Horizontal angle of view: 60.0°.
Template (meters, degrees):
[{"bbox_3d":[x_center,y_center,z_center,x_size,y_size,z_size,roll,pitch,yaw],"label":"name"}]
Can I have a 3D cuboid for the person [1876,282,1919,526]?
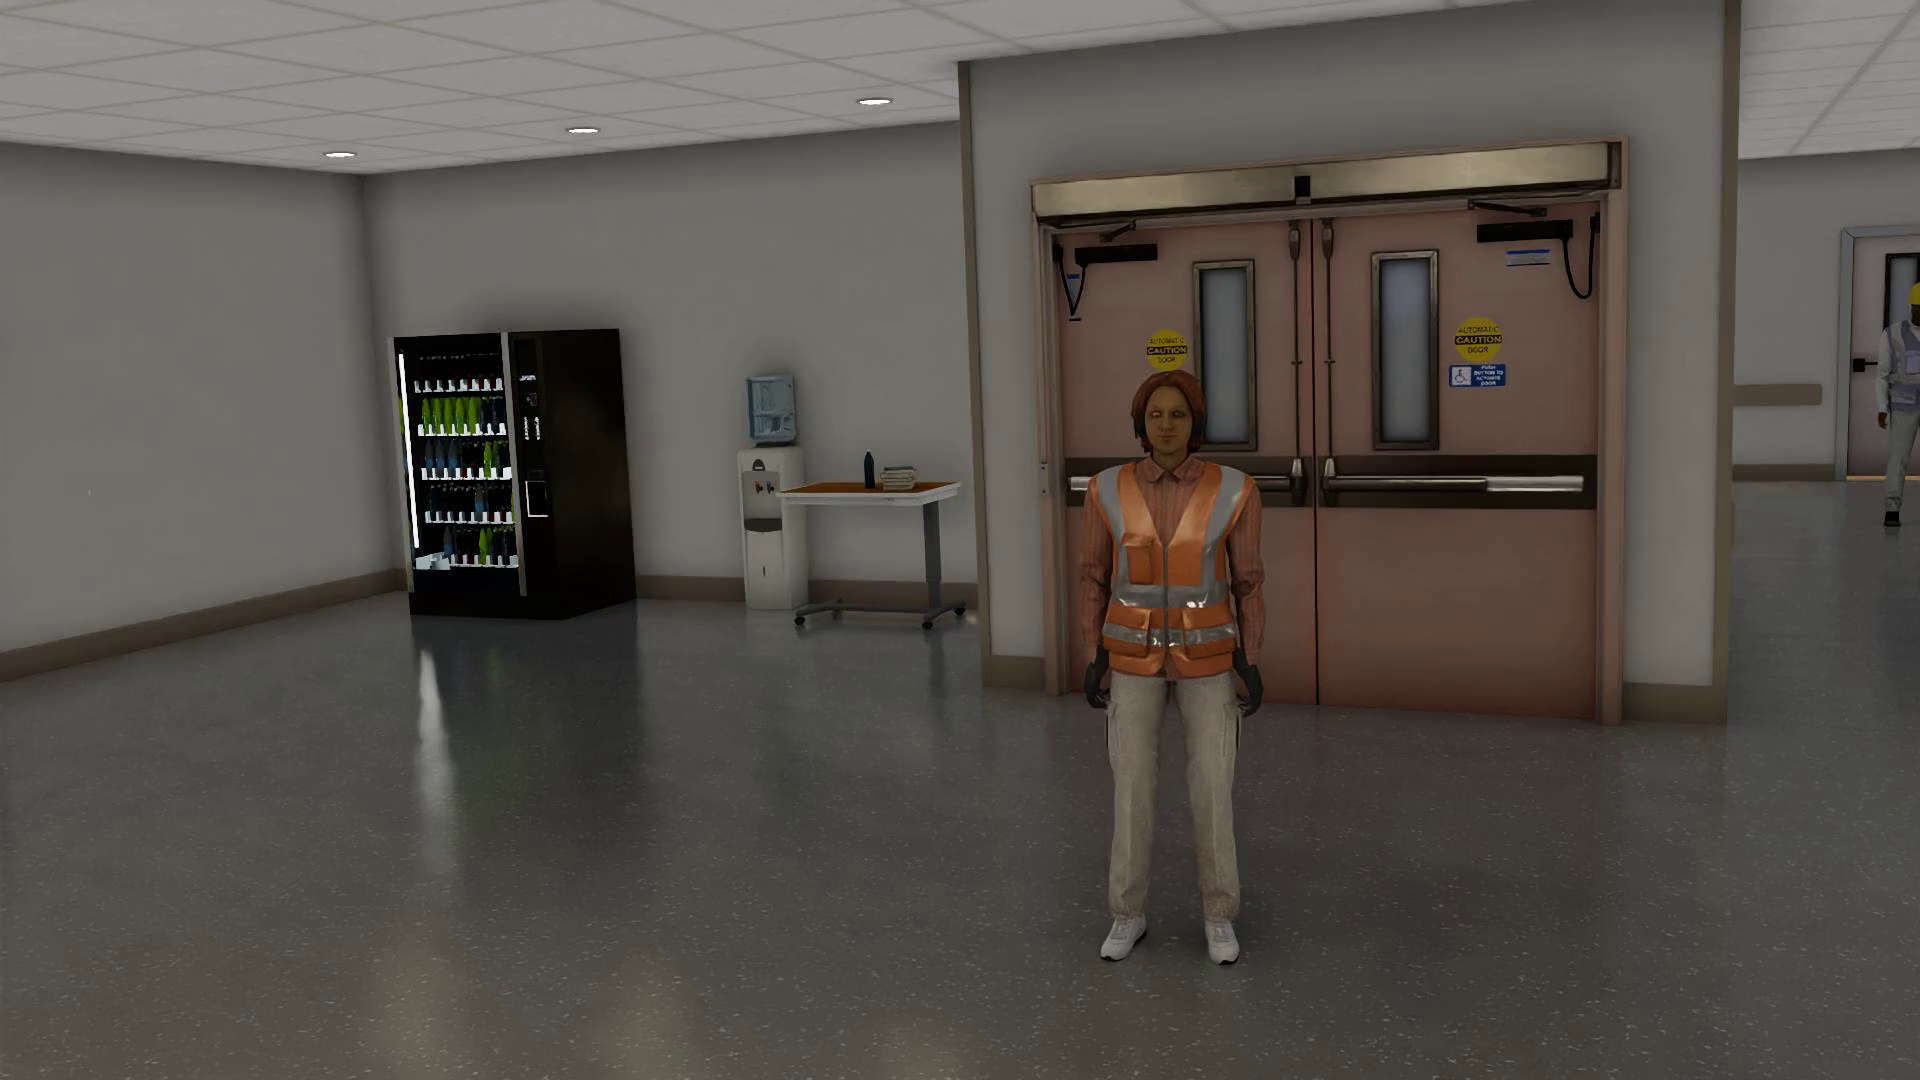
[{"bbox_3d":[7.121,-1.005,12.315,0.594,1.828,0.403,0,8,20],"label":"person"}]

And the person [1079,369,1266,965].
[{"bbox_3d":[0.590,0.352,4.608,0.514,1.644,0.310,-1,8,13],"label":"person"}]
